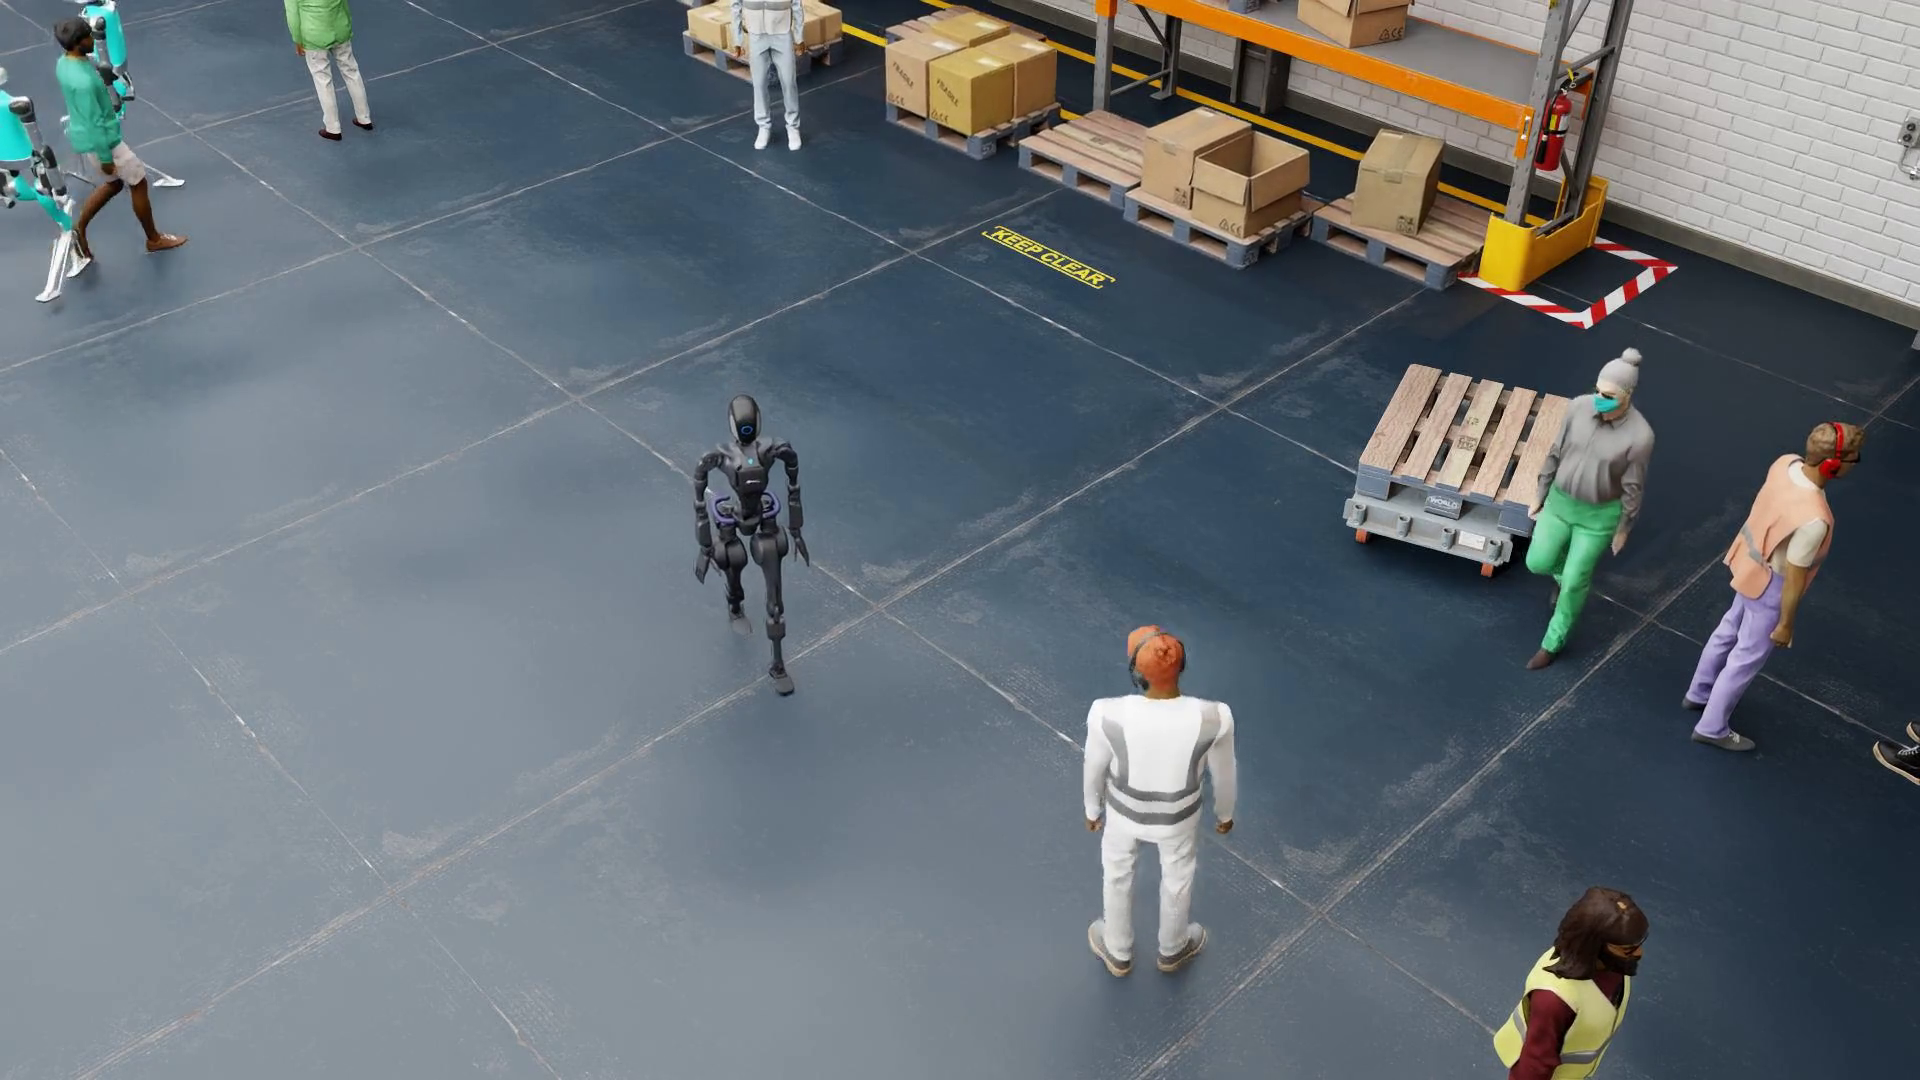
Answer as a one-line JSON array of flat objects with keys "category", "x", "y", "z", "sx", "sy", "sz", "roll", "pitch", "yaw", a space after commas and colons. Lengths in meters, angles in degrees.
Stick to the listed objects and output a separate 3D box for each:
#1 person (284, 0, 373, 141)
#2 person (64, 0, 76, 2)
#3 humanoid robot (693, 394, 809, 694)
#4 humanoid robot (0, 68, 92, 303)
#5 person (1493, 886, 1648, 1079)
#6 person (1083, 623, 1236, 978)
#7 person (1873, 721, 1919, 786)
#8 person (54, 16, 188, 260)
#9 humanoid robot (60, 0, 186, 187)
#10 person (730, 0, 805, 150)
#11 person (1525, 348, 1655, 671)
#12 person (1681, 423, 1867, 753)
[{"category": "person", "x": -5.319, "y": -4.238, "z": 13.900, "sx": 0.388, "sy": 1.776, "sz": 0.539, "roll": 30, "pitch": 46, "yaw": 33}, {"category": "person", "x": -8.956, "y": -6.215, "z": 16.328, "sx": 0.639, "sy": 1.991, "sz": 1.016, "roll": -28, "pitch": 45, "yaw": -32}, {"category": "humanoid robot", "x": -1.080, "y": -0.045, "z": 8.469, "sx": 0.590, "sy": 1.628, "sz": 0.789, "roll": -13, "pitch": 39, "yaw": -16}, {"category": "humanoid robot", "x": -6.480, "y": -2.565, "z": 11.707, "sx": 0.530, "sy": 1.747, "sz": 0.902, "roll": 1, "pitch": 37, "yaw": 1}, {"category": "person", "x": 2.074, "y": 1.848, "z": 5.844, "sx": 0.376, "sy": 1.768, "sz": 0.466, "roll": 31, "pitch": 47, "yaw": 34}, {"category": "person", "x": 0.808, "y": 1.105, "z": 6.753, "sx": 0.632, "sy": 1.869, "sz": 0.337, "roll": 2, "pitch": 37, "yaw": 3}, {"category": "person", "x": 4.793, "y": 0.322, "z": 7.713, "sx": 0.596, "sy": 1.958, "sz": 0.370, "roll": -24, "pitch": 43, "yaw": -28}, {"category": "person", "x": -6.269, "y": -2.877, "z": 12.048, "sx": 0.743, "sy": 1.823, "sz": 0.497, "roll": -28, "pitch": 45, "yaw": -32}, {"category": "humanoid robot", "x": -6.837, "y": -3.467, "z": 12.943, "sx": 1.027, "sy": 1.772, "sz": 0.569, "roll": -6, "pitch": 37, "yaw": -8}, {"category": "person", "x": -1.573, "y": -4.162, "z": 13.687, "sx": 0.598, "sy": 1.909, "sz": 0.400, "roll": -1, "pitch": 37, "yaw": -1}, {"category": "person", "x": 3.207, "y": -0.190, "z": 8.488, "sx": 0.609, "sy": 1.829, "sz": 0.531, "roll": -28, "pitch": 45, "yaw": -32}, {"category": "person", "x": 3.847, "y": 0.223, "z": 7.937, "sx": 0.379, "sy": 1.838, "sz": 0.565, "roll": 5, "pitch": 37, "yaw": 7}]
